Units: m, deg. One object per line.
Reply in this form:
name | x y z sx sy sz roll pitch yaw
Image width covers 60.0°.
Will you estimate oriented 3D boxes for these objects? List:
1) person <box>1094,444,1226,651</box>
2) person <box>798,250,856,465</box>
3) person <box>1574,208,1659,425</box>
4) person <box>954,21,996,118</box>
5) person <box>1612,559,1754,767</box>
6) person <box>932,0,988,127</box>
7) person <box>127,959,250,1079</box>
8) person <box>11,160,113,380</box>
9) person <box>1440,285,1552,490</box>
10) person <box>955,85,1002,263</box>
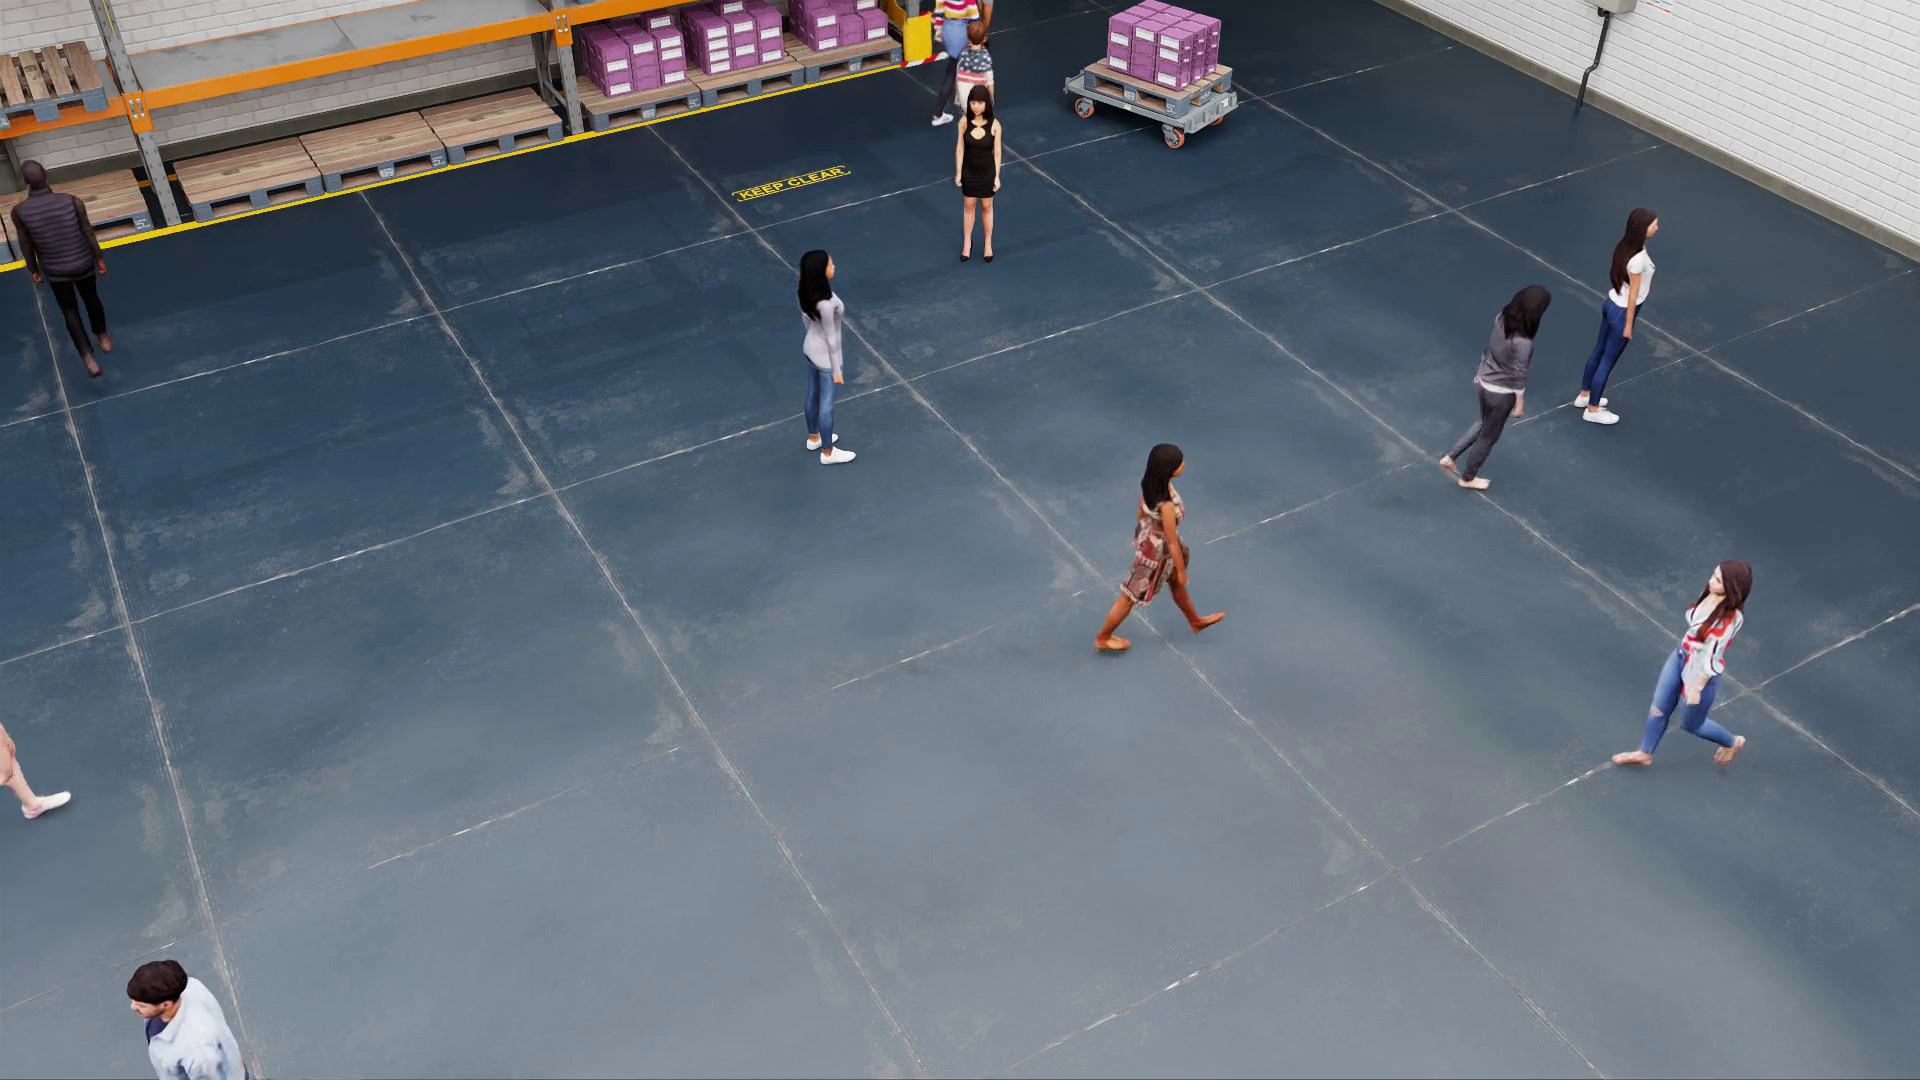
person | 1.155 0.100 10.604 1.208 1.597 0.926 -5 39 -6
person | -1.030 -1.364 12.326 0.519 1.735 0.611 -18 42 -21
person | 5.040 -1.724 12.744 0.694 1.775 0.668 3 39 4
person | 0.114 -4.364 16.326 0.624 1.431 0.668 13 40 16
person | 4.395 0.777 9.757 1.061 1.595 0.888 1 39 1
person | -0.102 -5.088 16.971 1.156 1.757 0.801 -28 46 -31
person | -3.286 2.444 7.510 0.918 1.794 0.682 -19 42 -22
person | -7.093 -2.124 13.220 1.043 1.807 0.765 -20 43 -23
person | 3.769 -1.049 11.927 0.774 1.741 0.737 -9 40 -11
person | 0.167 -3.251 14.757 0.593 1.650 0.676 6 39 7
